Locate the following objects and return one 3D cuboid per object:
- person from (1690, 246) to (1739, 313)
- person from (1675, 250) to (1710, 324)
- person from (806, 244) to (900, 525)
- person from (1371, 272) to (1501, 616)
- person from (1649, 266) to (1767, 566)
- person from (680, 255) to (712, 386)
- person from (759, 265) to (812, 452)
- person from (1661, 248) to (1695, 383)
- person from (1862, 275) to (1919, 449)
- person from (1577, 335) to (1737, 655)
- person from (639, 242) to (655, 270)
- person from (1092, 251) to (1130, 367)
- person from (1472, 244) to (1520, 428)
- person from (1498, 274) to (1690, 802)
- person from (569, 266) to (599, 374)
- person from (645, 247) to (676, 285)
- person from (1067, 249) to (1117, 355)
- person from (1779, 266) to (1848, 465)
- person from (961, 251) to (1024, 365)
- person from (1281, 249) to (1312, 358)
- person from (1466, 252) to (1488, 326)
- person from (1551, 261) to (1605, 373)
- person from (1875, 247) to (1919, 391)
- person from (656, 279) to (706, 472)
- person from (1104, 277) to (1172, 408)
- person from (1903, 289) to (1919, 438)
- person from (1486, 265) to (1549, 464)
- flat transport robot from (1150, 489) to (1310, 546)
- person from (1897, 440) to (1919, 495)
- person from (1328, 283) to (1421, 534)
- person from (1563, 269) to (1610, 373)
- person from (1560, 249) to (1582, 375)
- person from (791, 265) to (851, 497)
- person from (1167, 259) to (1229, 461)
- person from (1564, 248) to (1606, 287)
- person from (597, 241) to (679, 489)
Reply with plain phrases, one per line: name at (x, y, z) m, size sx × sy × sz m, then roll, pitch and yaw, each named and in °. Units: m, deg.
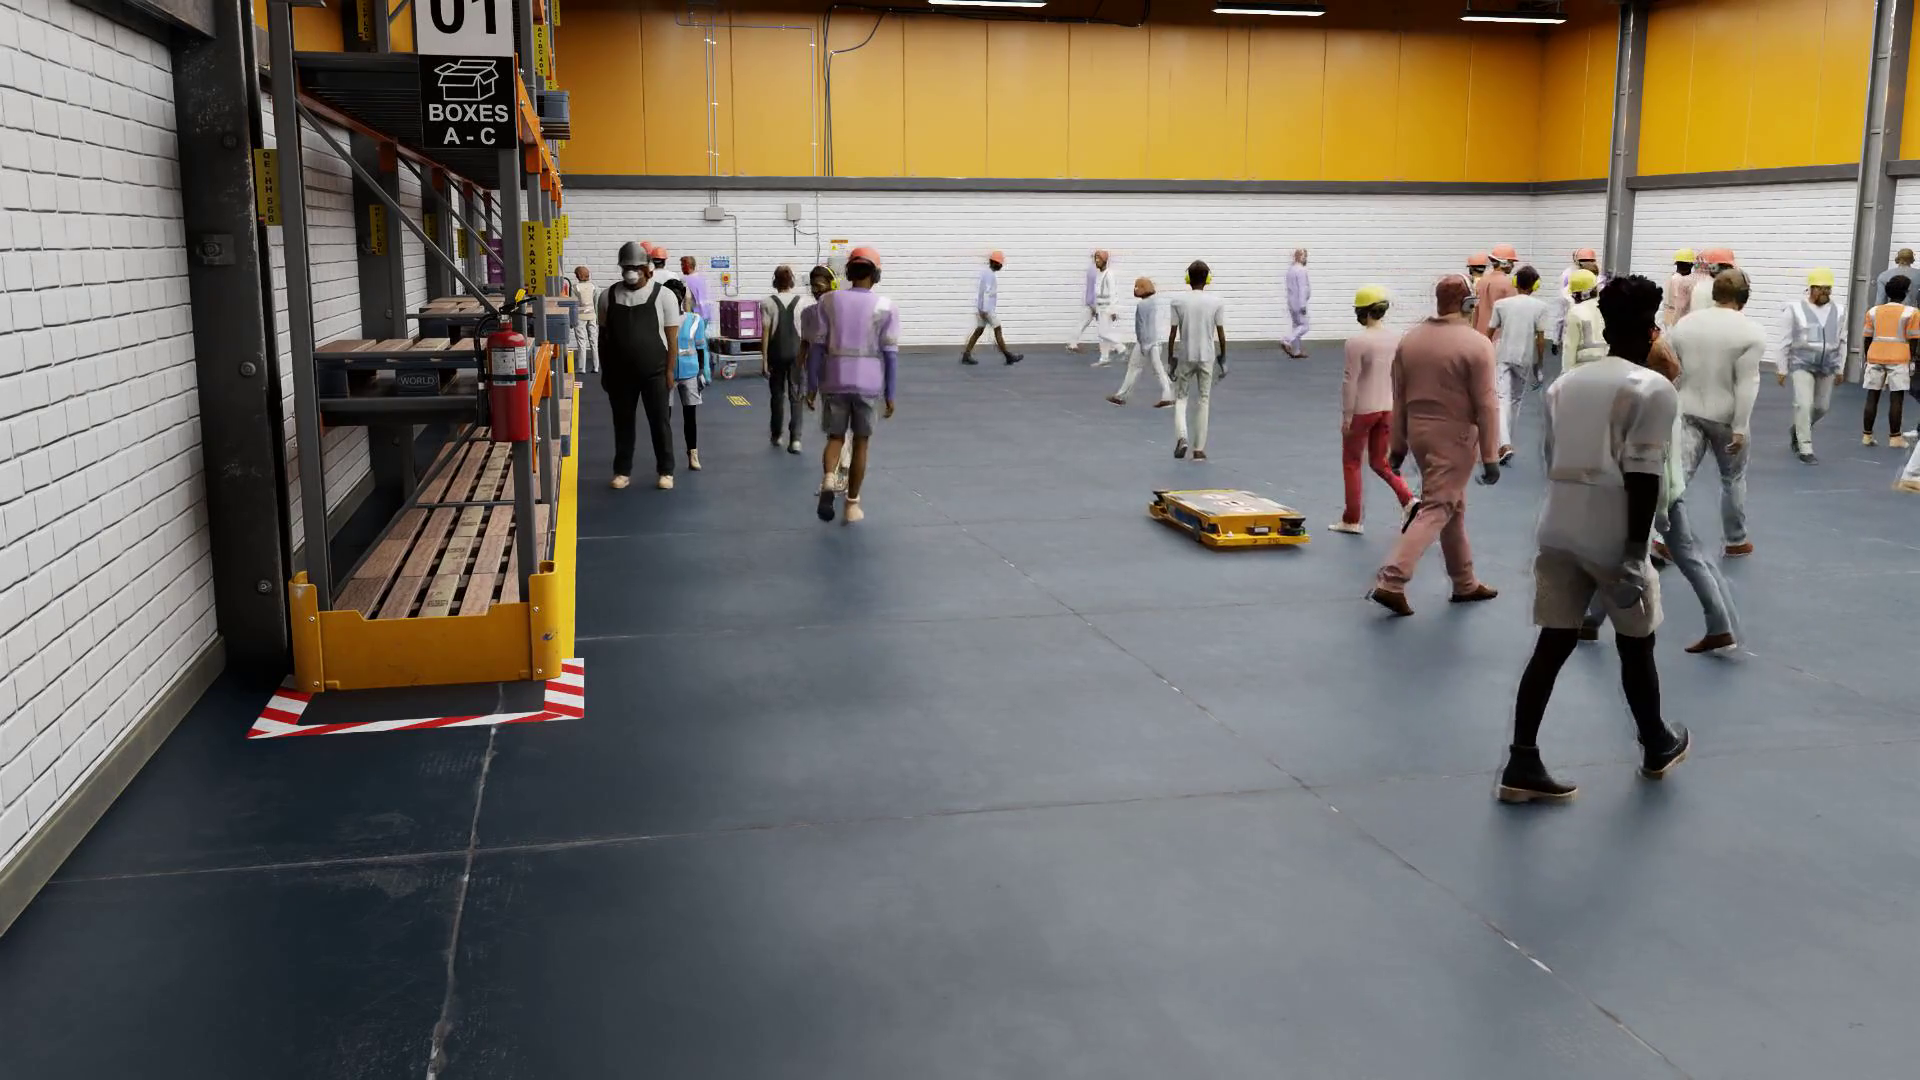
person at (7.470, -1.912, 16.475) m, size 0.613 × 1.970 × 0.721 m, roll -7°, pitch 12°, yaw -33°
person at (9.274, -2.675, 20.890) m, size 0.643 × 1.913 × 0.410 m, roll 0°, pitch 10°, yaw -2°
person at (-0.761, -1.082, 11.800) m, size 0.672 × 2.002 × 0.671 m, roll 2°, pitch 10°, yaw 10°
person at (2.631, -0.524, 9.097) m, size 0.982 × 1.867 × 0.663 m, roll -5°, pitch 11°, yaw -26°
person at (4.695, -0.771, 10.440) m, size 1.055 × 1.887 × 0.627 m, roll -8°, pitch 13°, yaw -39°
person at (-3.732, -3.053, 23.235) m, size 0.517 × 1.817 × 0.641 m, roll 4°, pitch 11°, yaw 20°
person at (-1.682, -1.763, 16.178) m, size 0.532 × 1.794 × 0.987 m, roll -3°, pitch 11°, yaw -14°
person at (9.436, -2.860, 21.868) m, size 0.381 × 1.924 × 0.593 m, roll 2°, pitch 11°, yaw 13°
person at (9.110, -1.741, 16.301) m, size 0.322 × 1.696 × 0.536 m, roll -7°, pitch 12°, yaw -33°
person at (3.421, -0.215, 8.178) m, size 0.890 × 1.579 × 0.503 m, roll 8°, pitch 13°, yaw 37°
person at (-5.172, -3.889, 27.371) m, size 0.497 × 2.008 × 0.671 m, roll 8°, pitch 13°, yaw 38°
person at (2.380, -3.683, 26.607) m, size 0.511 × 1.870 × 0.568 m, roll -2°, pitch 10°, yaw -10°
person at (5.815, -2.200, 18.031) m, size 0.392 × 1.990 × 0.614 m, roll -4°, pitch 11°, yaw -23°
person at (2.383, -0.003, 6.082) m, size 0.980 × 1.905 × 0.623 m, roll -5°, pitch 11°, yaw -25°
person at (-5.739, -3.357, 25.420) m, size 0.511 × 1.640 × 0.308 m, roll -10°, pitch 14°, yaw -44°
person at (-4.394, -3.295, 24.261) m, size 0.696 × 1.936 × 0.528 m, roll 2°, pitch 11°, yaw 13°
person at (2.400, -4.216, 29.553) m, size 1.073 × 1.882 × 0.630 m, roll -3°, pitch 11°, yaw -18°
person at (7.836, -1.620, 15.343) m, size 0.600 × 1.808 × 0.755 m, roll 0°, pitch 10°, yaw 2°
person at (0.498, -3.777, 27.120) m, size 1.040 × 1.856 × 0.594 m, roll -1°, pitch 10°, yaw -3°
person at (5.822, -4.066, 28.653) m, size 0.464 × 1.887 × 0.664 m, roll -1°, pitch 10°, yaw -7°
person at (6.287, -2.576, 20.427) m, size 0.555 × 1.895 × 0.959 m, roll -5°, pitch 11°, yaw -24°
person at (7.223, -2.325, 19.284) m, size 0.661 × 1.802 × 0.875 m, roll 4°, pitch 11°, yaw 20°
person at (12.750, -2.991, 22.565) m, size 0.635 × 1.936 × 0.352 m, roll 4°, pitch 11°, yaw 21°
person at (-2.502, -1.451, 14.698) m, size 0.536 × 1.697 × 0.318 m, roll -3°, pitch 11°, yaw -15°
person at (2.226, -2.403, 20.274) m, size 0.880 × 1.579 × 0.512 m, roll 6°, pitch 12°, yaw 30°
person at (9.939, -1.956, 16.923) m, size 0.600 × 1.905 × 0.527 m, roll -4°, pitch 11°, yaw -21°
person at (5.069, -1.613, 15.304) m, size 0.612 × 1.814 × 0.966 m, roll 4°, pitch 11°, yaw 21°
flat transport robot at (1.850, -0.174, 11.576) m, size 0.652 × 0.197 × 1.431 m, roll -2°, pitch 10°, yaw -11°
person at (7.881, -1.185, 12.985) m, size 0.648 × 1.786 × 1.003 m, roll -9°, pitch 14°, yaw -42°
person at (2.855, -0.873, 11.374) m, size 0.528 × 1.750 × 0.635 m, roll -7°, pitch 12°, yaw -32°
person at (5.628, -1.503, 14.783) m, size 0.655 × 1.783 × 0.601 m, roll -2°, pitch 10°, yaw -10°
person at (9.231, -3.385, 24.852) m, size 0.651 × 1.905 × 0.424 m, roll -8°, pitch 13°, yaw -38°
person at (-1.078, -1.248, 13.192) m, size 0.548 × 1.827 × 0.851 m, roll 6°, pitch 12°, yaw 30°
person at (2.196, -1.647, 15.333) m, size 0.547 × 1.858 × 0.405 m, roll 2°, pitch 10°, yaw 13°
person at (8.364, -2.947, 22.335) m, size 0.543 × 1.932 × 0.376 m, roll 3°, pitch 11°, yaw 16°
person at (-2.647, -1.422, 13.587) m, size 0.675 × 2.000 × 0.535 m, roll 1°, pitch 10°, yaw 3°
